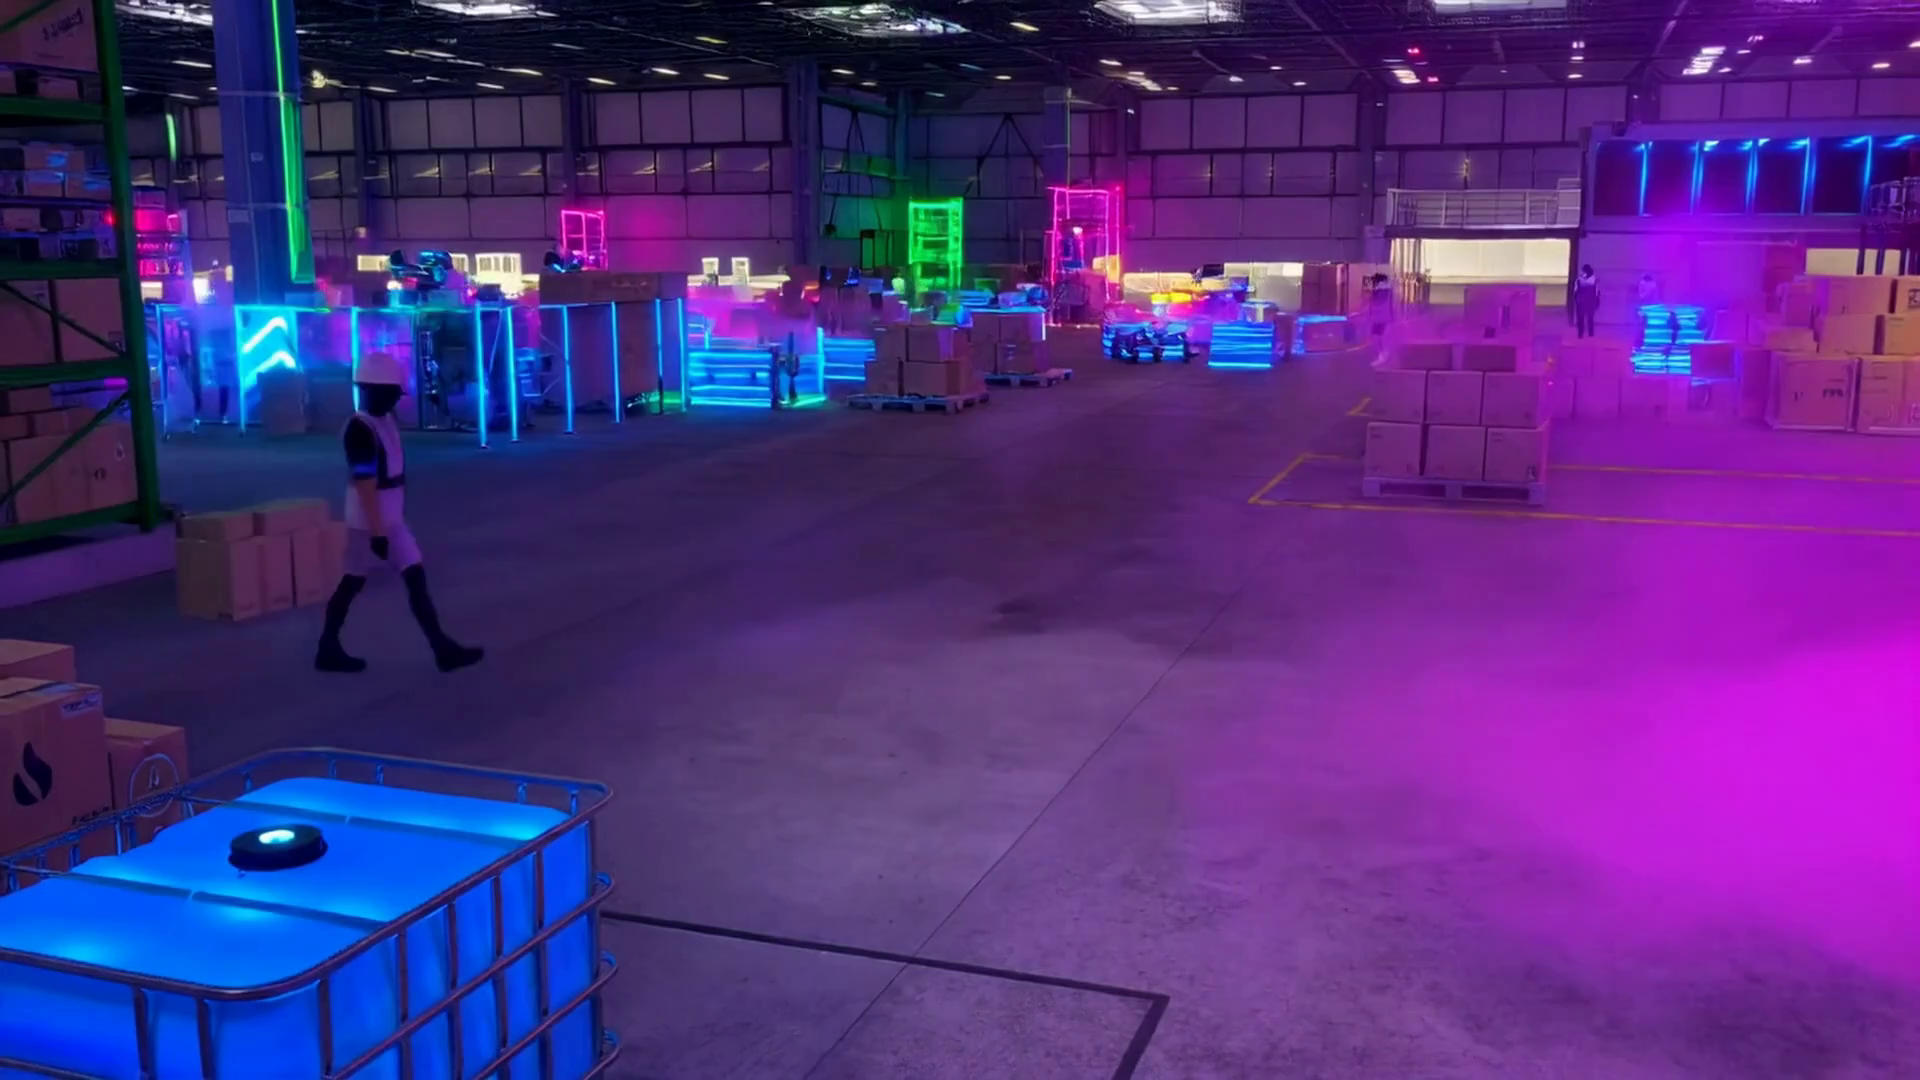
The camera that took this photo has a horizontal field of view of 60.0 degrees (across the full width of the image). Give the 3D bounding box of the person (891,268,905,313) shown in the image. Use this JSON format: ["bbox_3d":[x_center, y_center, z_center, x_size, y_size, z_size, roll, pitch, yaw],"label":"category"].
[{"bbox_3d":[-1.735,-6.906,47.892,0.516,1.852,0.782,8,13,38],"label":"person"}]

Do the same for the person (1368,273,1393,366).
[{"bbox_3d":[8.738,-4.569,34.496,0.511,1.925,0.543,-7,12,-33],"label":"person"}]

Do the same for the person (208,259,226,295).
[{"bbox_3d":[-26.443,-9.006,59.272,0.370,1.996,0.622,9,14,42],"label":"person"}]

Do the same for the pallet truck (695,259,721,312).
[{"bbox_3d":[-9.165,-9.627,62.776,0.823,1.965,1.885,4,11,23],"label":"pallet truck"}]

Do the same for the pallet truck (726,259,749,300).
[{"bbox_3d":[-7.986,-9.493,62.019,0.823,1.965,1.885,3,11,17],"label":"pallet truck"}]

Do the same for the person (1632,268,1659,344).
[{"bbox_3d":[17.309,-5.897,41.967,0.388,1.926,0.590,-7,12,-33],"label":"person"}]

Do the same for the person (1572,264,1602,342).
[{"bbox_3d":[16.072,-6.092,42.744,0.700,2.000,0.538,6,12,30],"label":"person"}]

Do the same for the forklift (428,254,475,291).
[{"bbox_3d":[-20.133,-10.254,65.465,1.157,1.987,2.680,3,11,19],"label":"forklift"}]

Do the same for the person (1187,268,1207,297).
[{"bbox_3d":[6.687,-6.729,46.840,0.588,1.869,0.648,4,11,22],"label":"person"}]

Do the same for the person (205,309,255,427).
[{"bbox_3d":[-9.929,-2.333,22.653,0.745,1.647,0.602,8,13,38],"label":"person"}]

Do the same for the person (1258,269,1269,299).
[{"bbox_3d":[9.293,-7.400,50.885,0.327,1.767,0.533,-3,10,-14],"label":"person"}]

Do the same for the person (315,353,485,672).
[{"bbox_3d":[-3.341,-0.138,9.656,1.019,1.884,0.564,1,10,4],"label":"person"}]

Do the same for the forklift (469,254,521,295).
[{"bbox_3d":[-17.990,-10.121,64.684,1.157,1.987,2.680,3,11,17],"label":"forklift"}]
